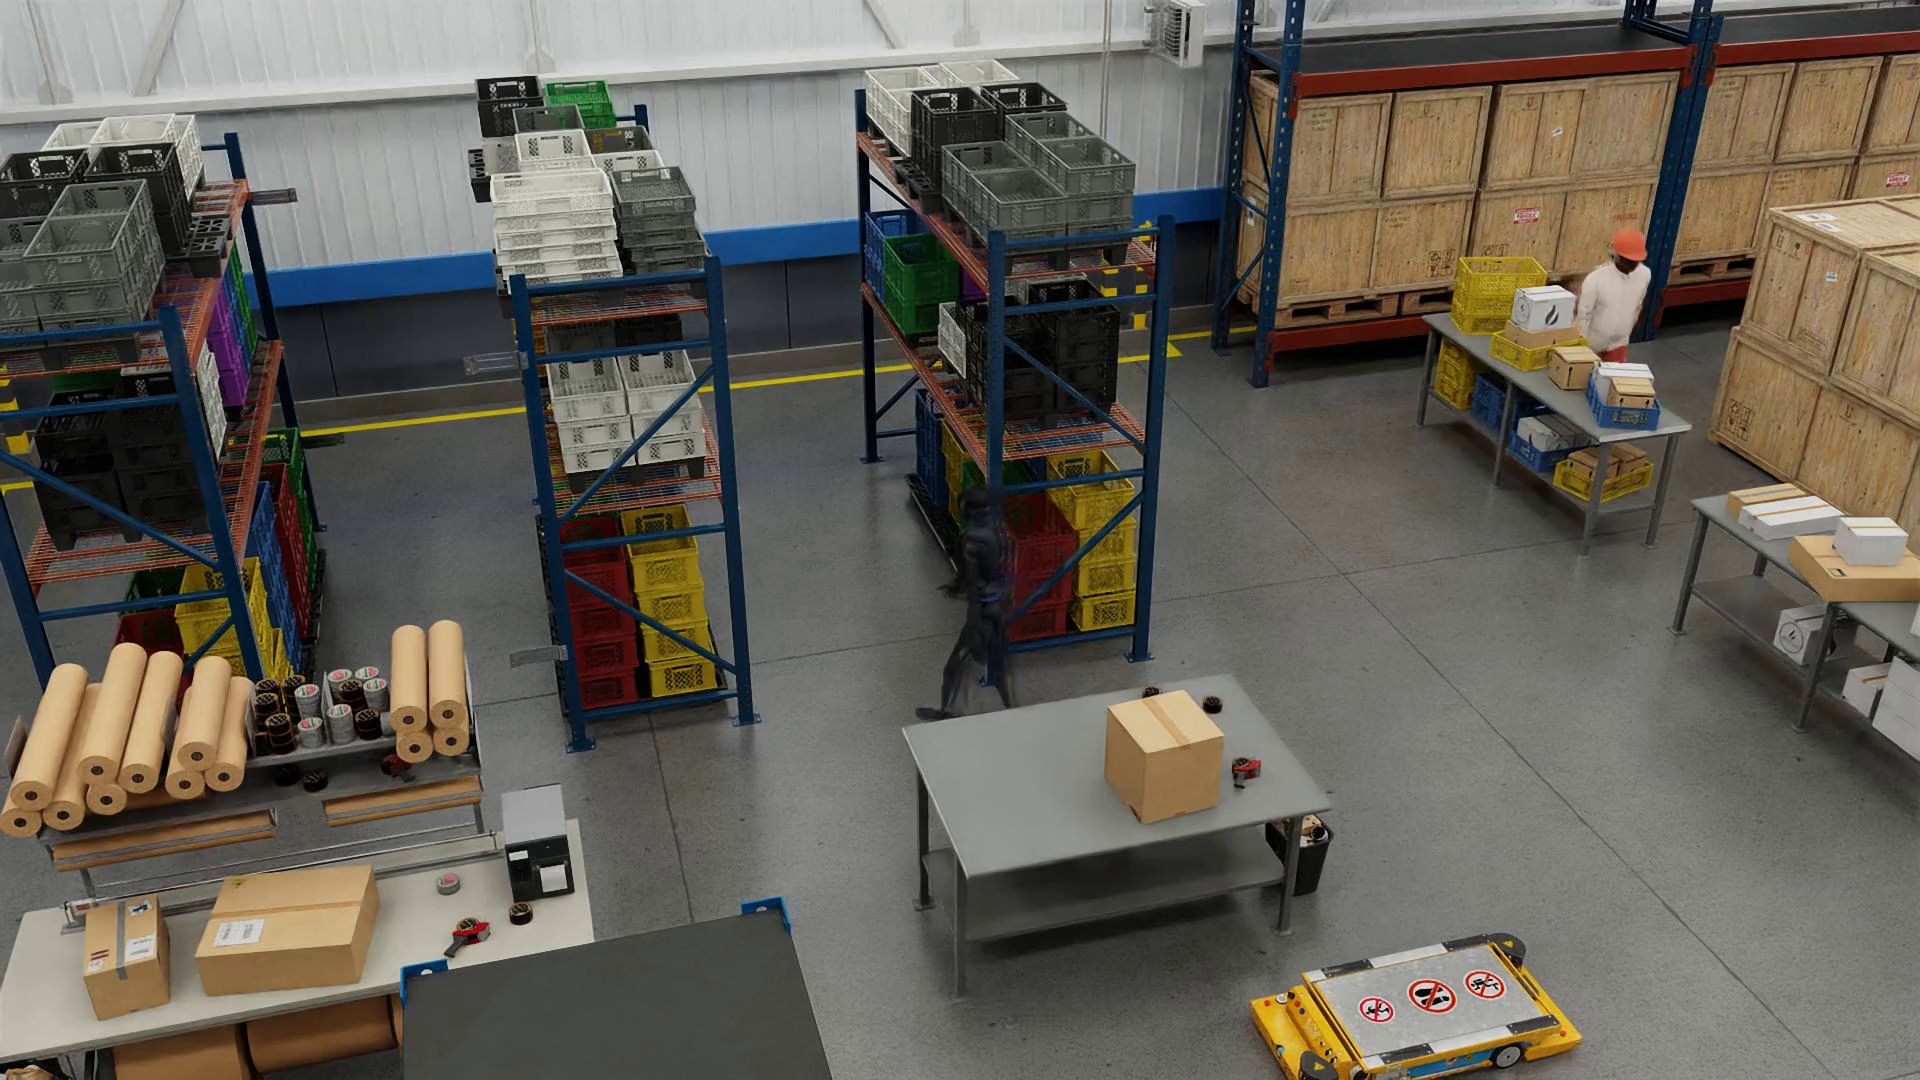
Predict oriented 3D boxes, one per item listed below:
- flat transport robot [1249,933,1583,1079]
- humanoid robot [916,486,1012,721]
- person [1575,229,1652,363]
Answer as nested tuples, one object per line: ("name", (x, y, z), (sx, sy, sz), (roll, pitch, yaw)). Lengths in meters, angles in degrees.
("flat transport robot", (2.184, 2.282, 7.980), (1.431, 0.197, 0.652), (-8, 30, -14))
("humanoid robot", (0.058, 0.407, 9.987), (0.719, 1.624, 0.561), (10, 30, 17))
("person", (5.173, -1.596, 13.343), (0.643, 1.924, 1.098), (-5, 29, -9))
